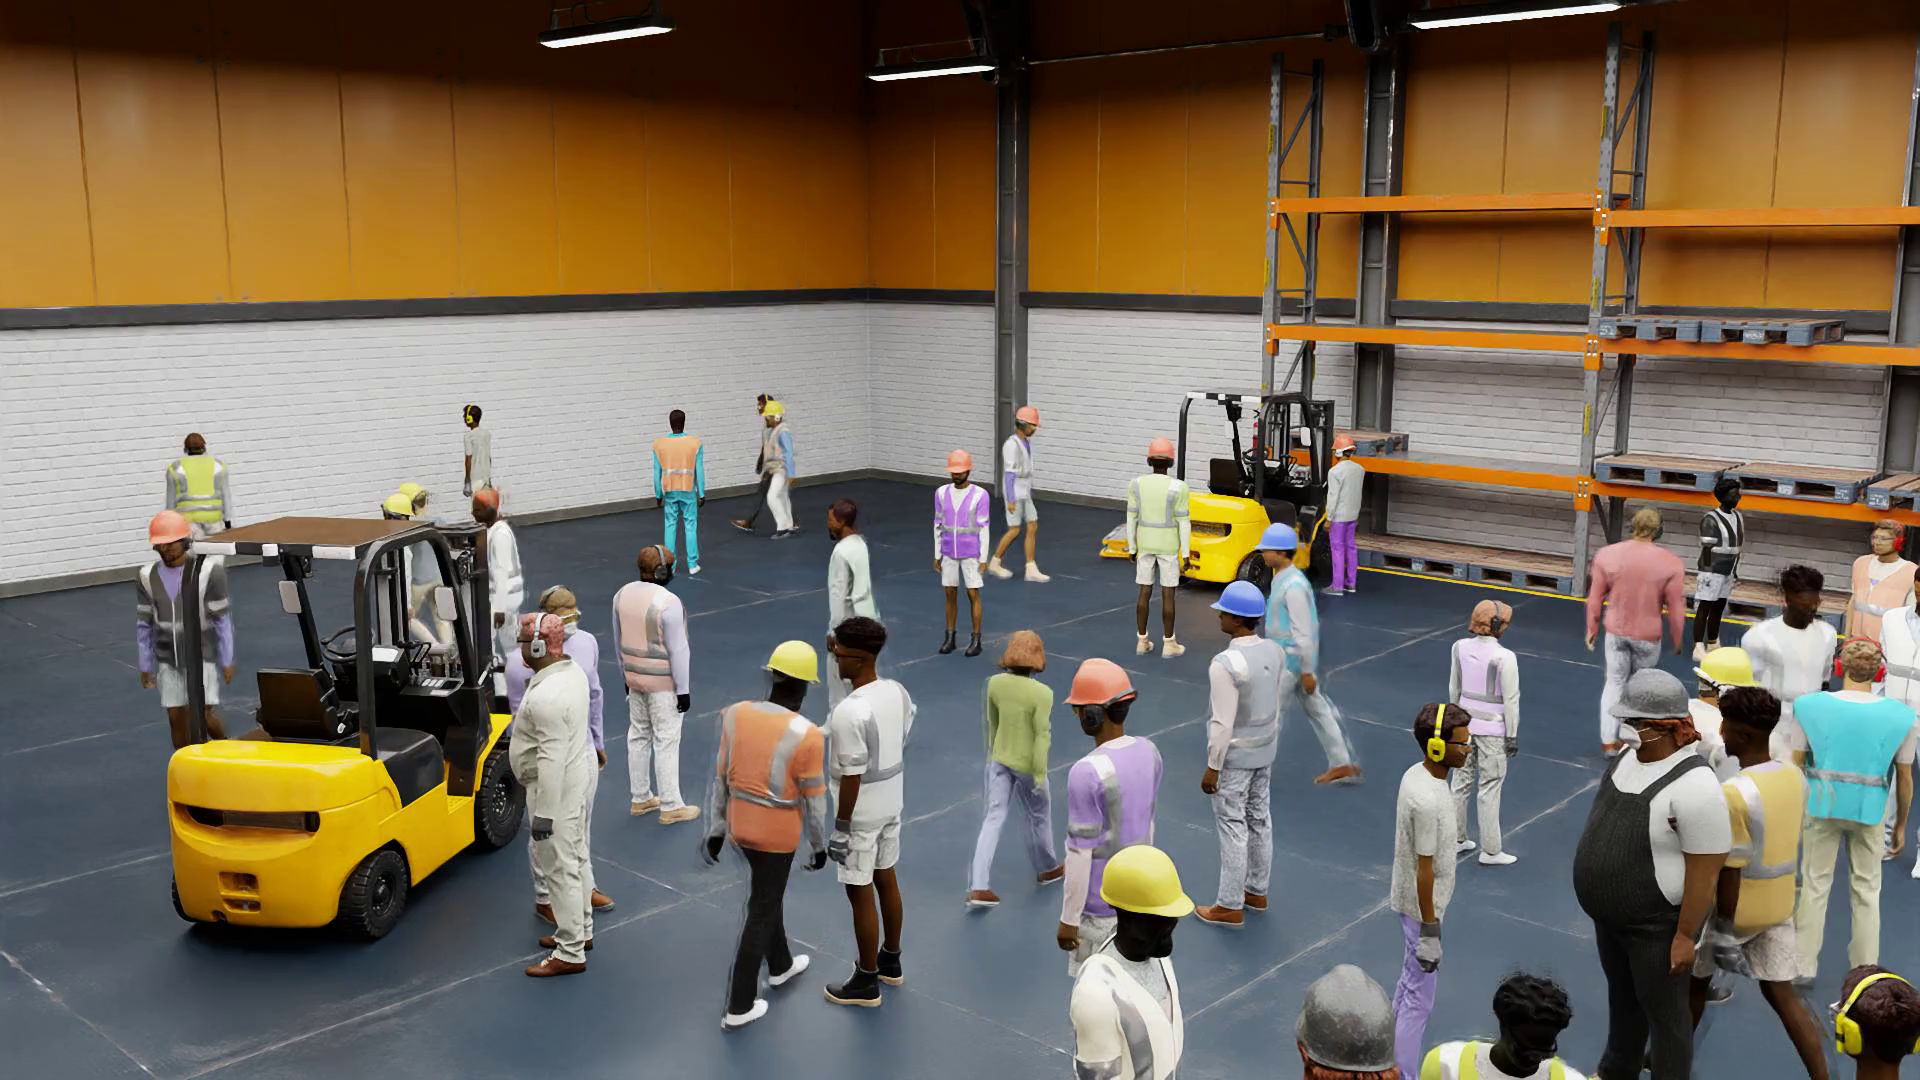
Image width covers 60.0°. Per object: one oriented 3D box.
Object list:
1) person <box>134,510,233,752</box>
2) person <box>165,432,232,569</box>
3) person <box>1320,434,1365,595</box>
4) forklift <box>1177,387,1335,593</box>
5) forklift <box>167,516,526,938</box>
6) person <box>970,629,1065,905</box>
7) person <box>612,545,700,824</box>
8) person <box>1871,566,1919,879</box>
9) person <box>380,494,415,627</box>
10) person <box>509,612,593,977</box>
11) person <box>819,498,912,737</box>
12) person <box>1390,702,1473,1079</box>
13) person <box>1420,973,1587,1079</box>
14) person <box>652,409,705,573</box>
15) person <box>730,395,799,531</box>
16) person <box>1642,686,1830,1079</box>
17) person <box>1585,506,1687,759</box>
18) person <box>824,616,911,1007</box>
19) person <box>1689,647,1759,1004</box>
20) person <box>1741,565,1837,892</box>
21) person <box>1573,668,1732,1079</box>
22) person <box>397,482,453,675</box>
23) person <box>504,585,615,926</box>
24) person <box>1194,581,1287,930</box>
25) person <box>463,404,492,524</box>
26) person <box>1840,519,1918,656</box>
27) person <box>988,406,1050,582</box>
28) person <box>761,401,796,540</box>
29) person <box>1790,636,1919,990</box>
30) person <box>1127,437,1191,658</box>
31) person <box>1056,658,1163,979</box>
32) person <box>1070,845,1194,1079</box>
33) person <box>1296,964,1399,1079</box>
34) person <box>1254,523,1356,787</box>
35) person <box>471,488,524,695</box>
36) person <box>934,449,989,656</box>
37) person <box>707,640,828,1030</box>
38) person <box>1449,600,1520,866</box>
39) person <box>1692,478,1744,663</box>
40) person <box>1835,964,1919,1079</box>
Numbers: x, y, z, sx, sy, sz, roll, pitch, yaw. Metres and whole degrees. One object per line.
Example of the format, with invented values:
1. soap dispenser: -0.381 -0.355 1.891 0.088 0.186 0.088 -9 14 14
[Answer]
1. person: -5.255 0.790 11.290 0.621 2.025 0.492 0 10 0
2. person: -8.104 -0.234 17.708 0.628 1.827 0.506 -7 12 -34
3. person: 4.156 -0.279 18.147 0.575 1.749 0.336 -9 13 -40
4. forklift: 3.298 -0.608 18.767 1.214 2.155 2.313 9 13 42
5. forklift: -3.583 0.976 9.748 1.214 2.155 2.313 2 10 11
6. person: 0.329 1.301 9.632 0.509 1.585 0.869 8 13 38
7. person: -1.992 0.940 10.965 0.634 1.839 0.429 8 13 39
8. person: 5.784 1.070 10.016 0.392 1.914 0.589 -8 12 -37
9. person: -4.632 0.493 13.740 0.338 1.759 0.528 -7 12 -36
10. person: -2.133 1.311 8.661 0.401 1.906 0.650 0 10 -2
11. person: -0.784 0.621 12.642 0.779 1.892 0.600 1 10 6
12. person: 2.005 1.599 7.132 0.309 1.868 0.532 2 10 12
13. person: 1.589 2.075 4.990 0.578 1.658 0.407 3 11 19
14. person: -3.253 -0.555 19.287 0.587 1.911 0.397 0 10 0
15. person: -2.604 -1.020 22.200 0.971 1.813 0.544 -2 10 -13
16. person: 3.435 1.574 7.184 0.612 1.917 1.023 -5 11 -28
17. person: 4.988 0.683 12.264 0.696 1.896 0.669 7 12 33
18. person: -0.473 1.342 8.314 0.361 1.964 0.615 5 11 25
19. person: 3.721 1.420 8.307 0.403 1.817 0.601 -2 10 -10
20. person: 4.887 1.061 10.028 0.616 1.940 0.811 -2 10 -13
21. person: 2.861 1.532 7.022 0.535 2.000 0.684 -1 10 -7
22. person: -4.702 0.359 14.570 0.435 1.734 0.625 5 11 25
23. person: -2.235 1.191 9.296 0.381 1.929 0.636 6 12 32
24. person: 1.564 1.185 9.251 0.375 1.950 0.614 9 13 42
25. person: -5.937 -0.736 20.472 0.327 1.859 0.502 3 10 16
26. person: 6.632 0.757 11.986 0.390 1.846 0.565 -4 11 -22
27. person: 0.711 -0.524 18.846 0.737 1.993 0.673 5 11 25
28. person: -2.367 -0.899 21.526 0.518 1.810 0.630 -3 10 -18
29. person: 4.454 1.393 8.373 0.567 1.846 0.403 4 11 24
30. person: 1.847 0.067 15.353 0.615 2.042 0.375 6 11 29
31. person: 0.615 1.511 7.187 0.410 2.031 0.613 7 12 36
32. person: 0.548 1.892 5.294 0.365 1.928 0.585 4 11 23
33. person: 0.931 2.030 4.187 0.674 2.000 0.535 -1 10 -6
34. person: 2.308 0.815 11.561 1.027 1.893 0.585 2 10 9
35. person: -3.742 0.497 13.439 0.631 1.854 0.603 -3 11 -19
36. person: 0.004 0.118 15.397 0.544 1.930 0.388 4 11 22
37. person: -0.869 1.414 8.176 0.631 1.866 0.864 8 12 37
38. person: 3.211 1.174 10.208 0.311 1.639 0.512 -6 11 -30
39. person: 6.918 0.276 15.149 0.534 1.697 0.321 -7 12 -33
40. person: 2.427 2.062 4.526 0.505 1.864 0.331 -2 10 -10
